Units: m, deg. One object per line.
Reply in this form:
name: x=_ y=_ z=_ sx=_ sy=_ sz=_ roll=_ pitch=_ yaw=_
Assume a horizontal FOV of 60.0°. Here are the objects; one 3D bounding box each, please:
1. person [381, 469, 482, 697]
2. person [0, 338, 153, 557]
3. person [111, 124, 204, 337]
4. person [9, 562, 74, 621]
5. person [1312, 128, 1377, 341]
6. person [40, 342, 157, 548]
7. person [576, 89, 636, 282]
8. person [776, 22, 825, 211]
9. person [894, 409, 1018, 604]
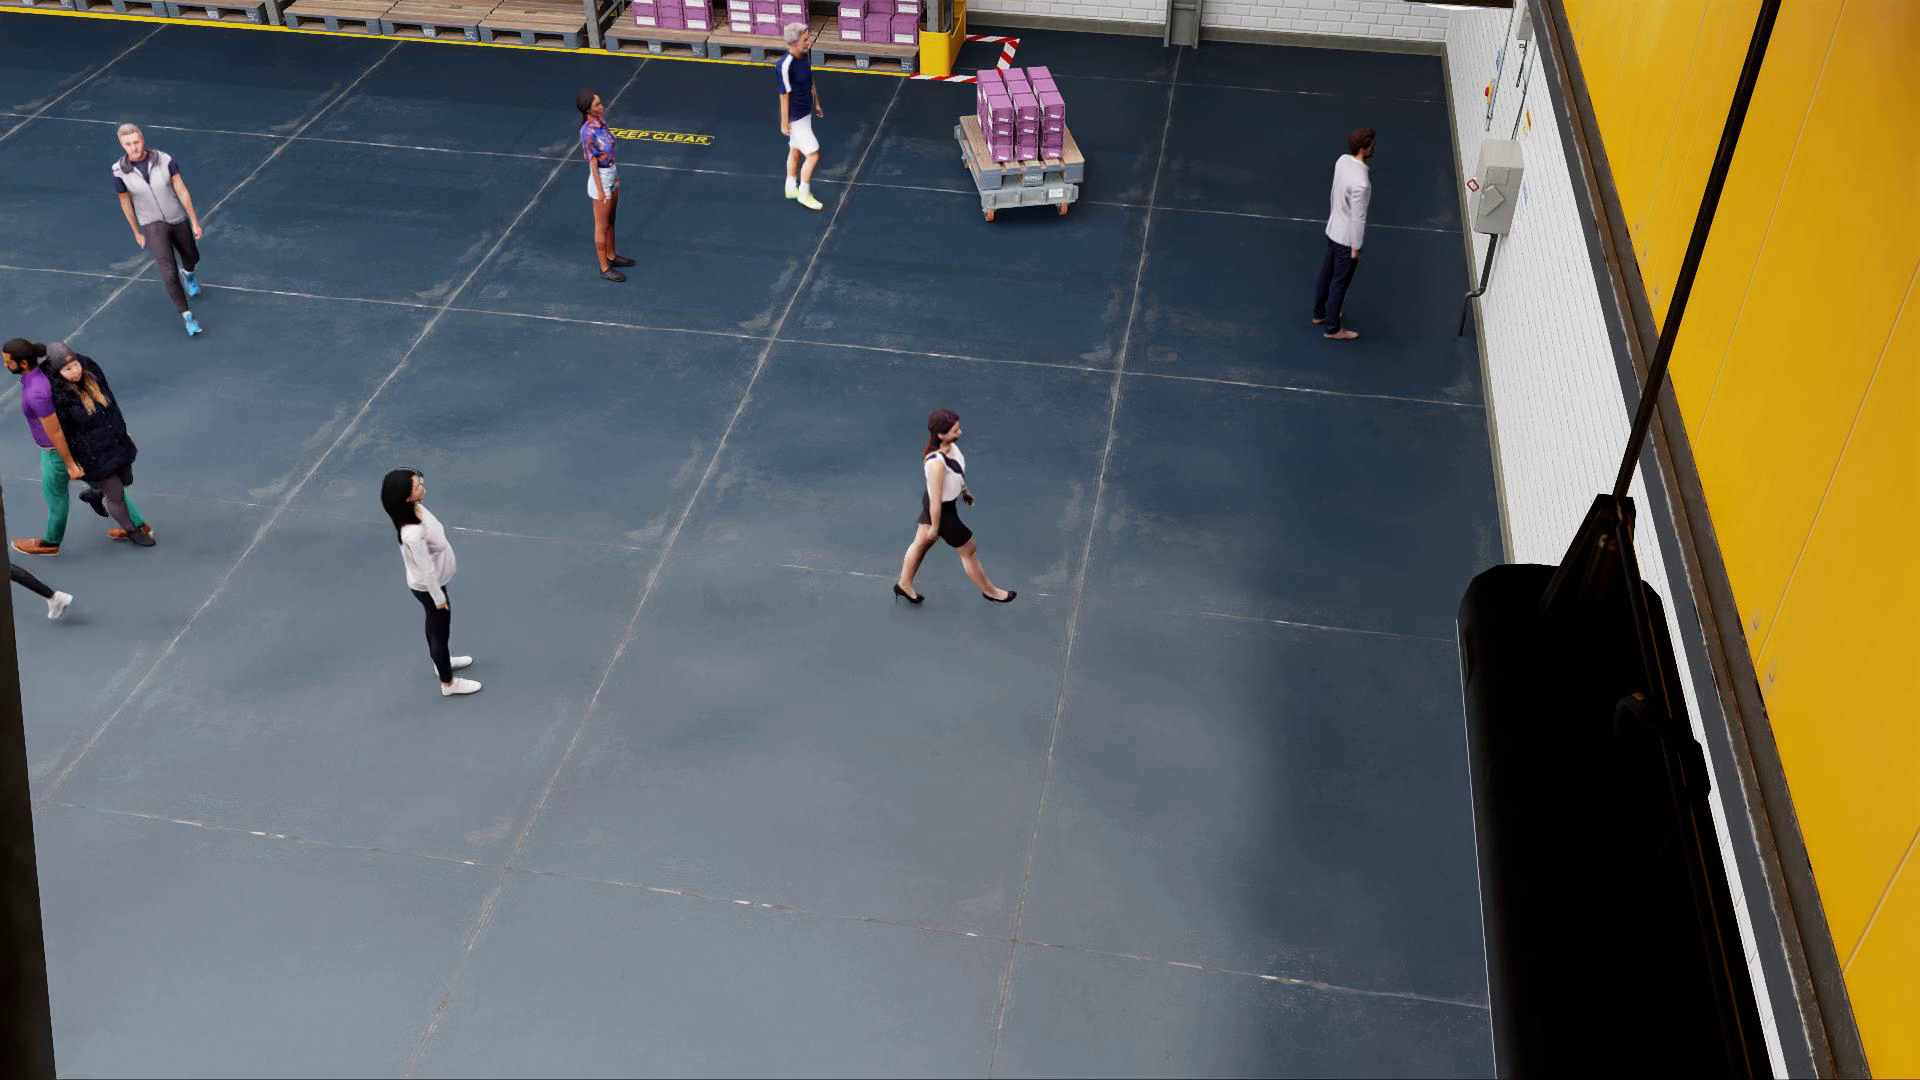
person: x=-3.354 y=0.254 z=10.481 sx=0.736 sy=1.700 sz=0.711 roll=-15 pitch=41 yaw=-18
person: x=-6.128 y=-0.642 z=11.581 sx=1.208 sy=1.727 sz=0.955 roll=-9 pitch=39 yaw=-11
person: x=-6.749 y=-2.702 z=14.098 sx=1.148 sy=1.803 sz=1.213 roll=-23 pitch=44 yaw=-26
person: x=-6.474 y=-0.117 z=10.943 sx=1.168 sy=1.702 sz=0.607 roll=4 pitch=39 yaw=5
person: x=3.221 y=-2.578 z=13.906 sx=0.695 sy=1.851 sz=0.742 roll=-6 pitch=39 yaw=-7
person: x=-6.114 y=-0.684 z=11.684 sx=0.943 sy=1.664 sz=0.754 roll=14 pitch=41 yaw=16
person: x=-3.164 y=-3.153 z=14.714 sx=0.509 sy=1.741 sz=0.586 roll=5 pitch=39 yaw=6
person: x=-1.620 y=-4.035 z=15.757 sx=0.706 sy=1.817 sz=0.655 roll=9 pitch=40 yaw=11
person: x=-0.205 y=-0.178 z=11.097 sx=1.108 sy=1.605 sz=0.687 roll=0 pitch=39 yaw=0
